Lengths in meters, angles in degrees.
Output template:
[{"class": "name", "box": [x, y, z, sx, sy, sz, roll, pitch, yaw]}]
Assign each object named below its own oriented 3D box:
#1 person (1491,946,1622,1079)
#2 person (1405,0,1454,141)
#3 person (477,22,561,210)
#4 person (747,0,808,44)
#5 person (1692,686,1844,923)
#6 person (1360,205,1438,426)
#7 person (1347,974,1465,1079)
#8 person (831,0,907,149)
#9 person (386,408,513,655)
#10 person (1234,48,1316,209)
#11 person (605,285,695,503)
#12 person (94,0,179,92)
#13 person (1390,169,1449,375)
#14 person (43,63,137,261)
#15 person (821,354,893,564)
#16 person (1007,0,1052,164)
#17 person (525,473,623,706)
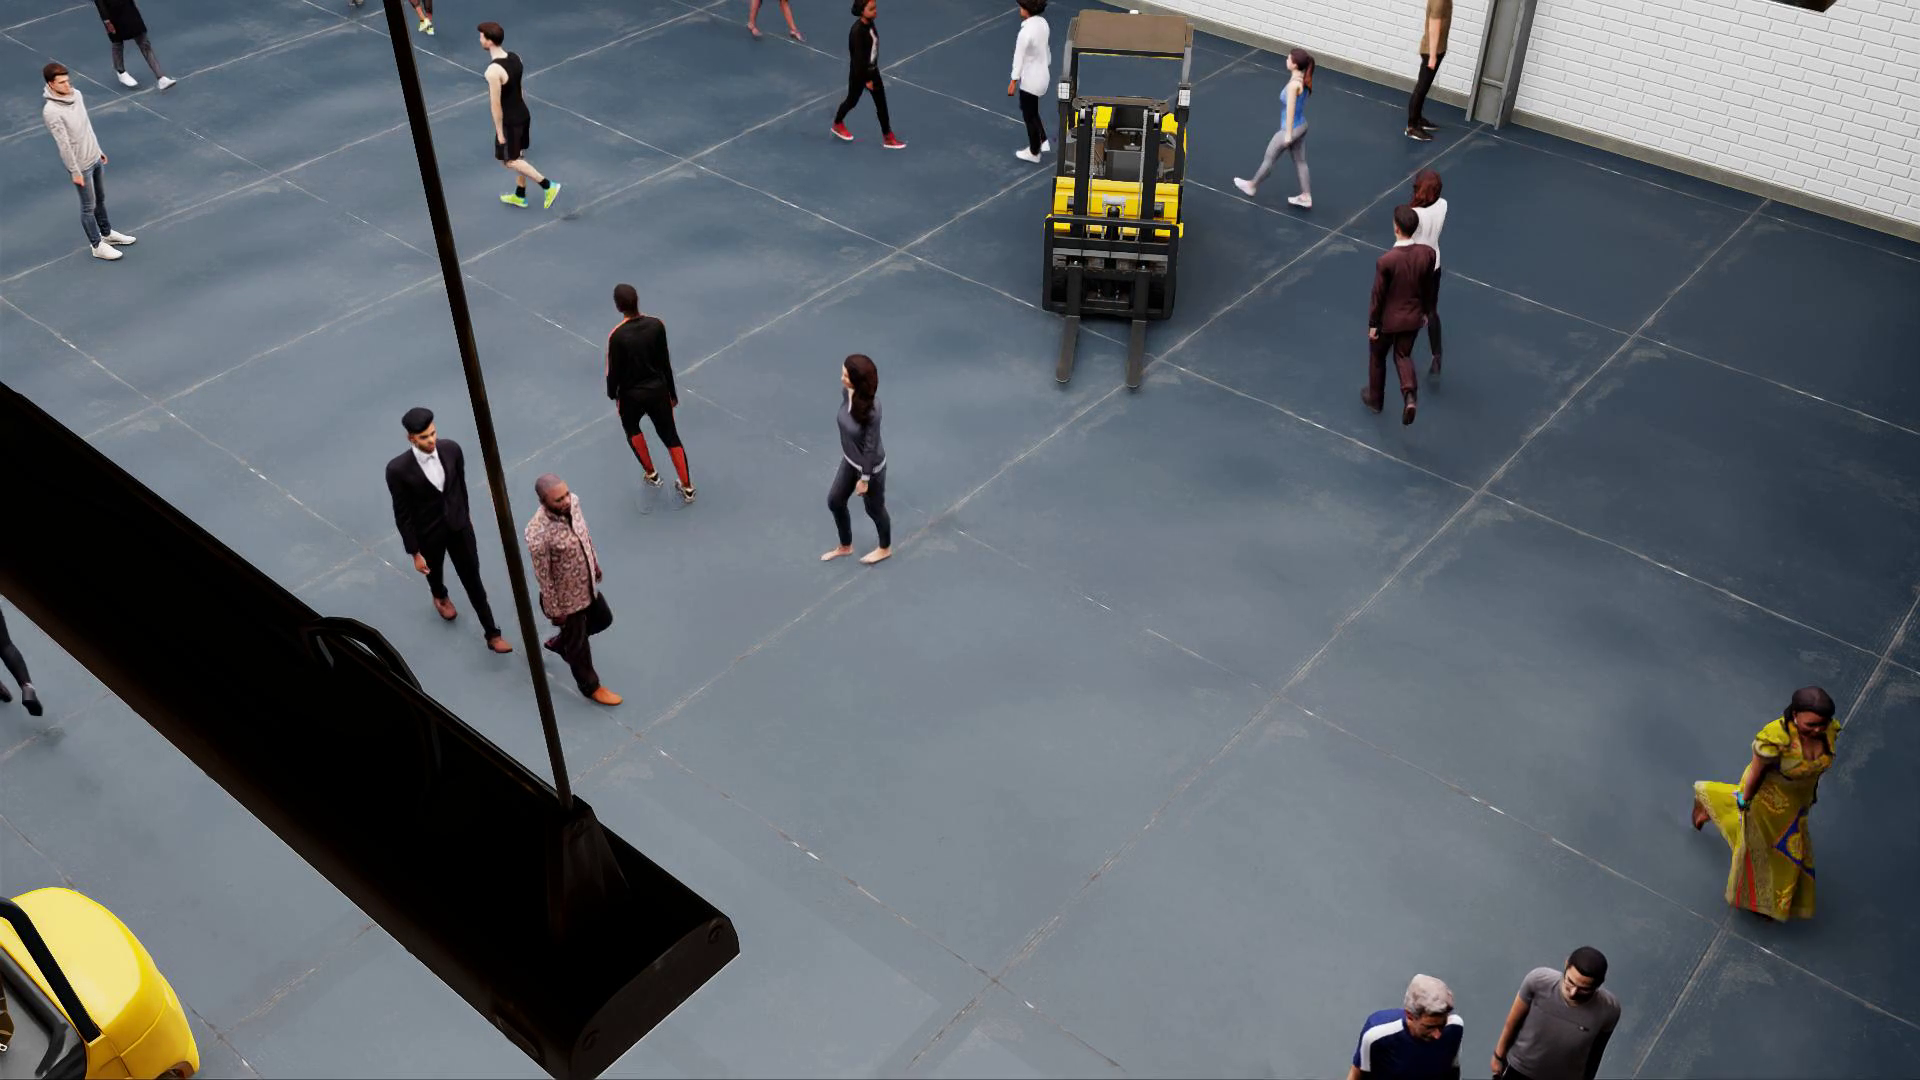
[{"class": "person", "box": [2.780, 2.494, 7.916, 0.594, 1.754, 0.745, 14, 41, 17]}, {"class": "person", "box": [4.947, -5.146, 17.405, 0.666, 1.851, 0.721, 15, 41, 18]}, {"class": "person", "box": [-4.241, -4.035, 15.993, 1.083, 1.877, 0.914, 10, 40, 13]}, {"class": "person", "box": [-2.313, -6.614, 19.404, 1.089, 1.649, 0.753, 20, 43, 24]}, {"class": "person", "box": [4.550, 1.386, 9.402, 1.096, 1.631, 1.328, -17, 42, -20]}, {"class": "person", "box": [3.480, -1.715, 13.113, 1.026, 1.845, 1.119, -5, 39, -7]}, {"class": "person", "box": [2.000, 2.558, 7.789, 0.931, 1.812, 1.033, -10, 40, -12]}, {"class": "person", "box": [-1.071, -4.826, 17.180, 1.149, 1.631, 0.686, 20, 43, 23]}, {"class": "person", "box": [-3.528, -0.111, 11.121, 0.900, 1.824, 1.280, -25, 45, -28]}, {"class": "person", "box": [3.286, -3.952, 16.134, 1.050, 1.571, 0.649, 22, 44, 25]}, {"class": "person", "box": [-2.325, -1.019, 12.305, 0.767, 1.766, 0.887, -18, 42, -21]}, {"class": "person", "box": [-9.321, -5.790, 18.319, 1.173, 1.717, 0.784, 21, 43, 24]}, {"class": "person", "box": [3.855, -2.177, 13.764, 0.981, 1.755, 1.207, -12, 40, -14]}, {"class": "person", "box": [-8.115, -3.518, 15.367, 0.785, 1.850, 0.761, 2, 39, 2]}, {"class": "person", "box": [-0.604, -0.571, 11.753, 0.754, 1.755, 0.729, -26, 45, -29]}, {"class": "person", "box": [0.816, -4.672, 16.858, 0.690, 1.794, 0.726, 17, 42, 20]}, {"class": "person", "box": [-2.553, 0.284, 10.651, 0.978, 1.794, 0.870, 13, 40, 15]}]
